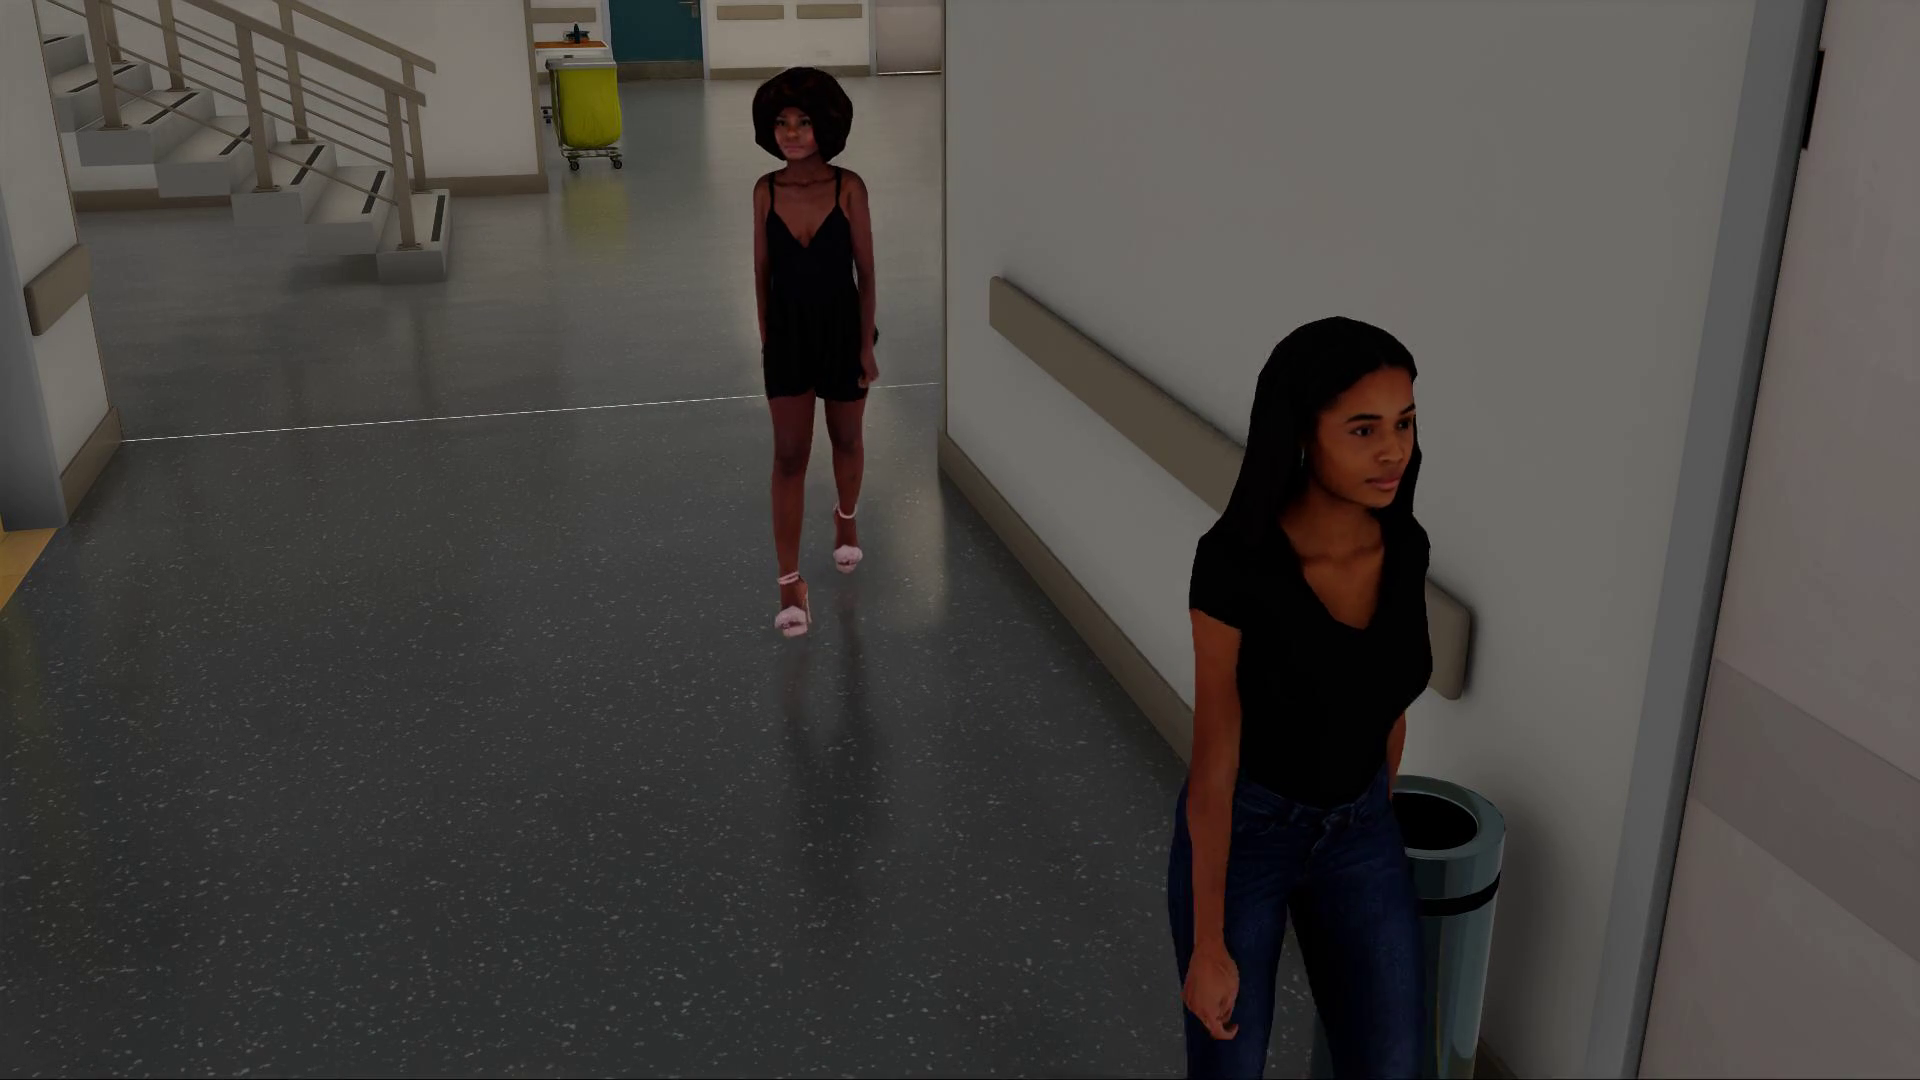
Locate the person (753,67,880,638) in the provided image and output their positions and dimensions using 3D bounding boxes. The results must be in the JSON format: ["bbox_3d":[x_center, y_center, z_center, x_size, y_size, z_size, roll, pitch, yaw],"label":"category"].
[{"bbox_3d":[-0.447,-0.618,5.458,1.039,1.743,0.758,-1,21,-2],"label":"person"}]

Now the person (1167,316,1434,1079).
[{"bbox_3d":[0.442,0.489,2.563,0.540,1.723,0.640,-7,22,-18],"label":"person"}]
